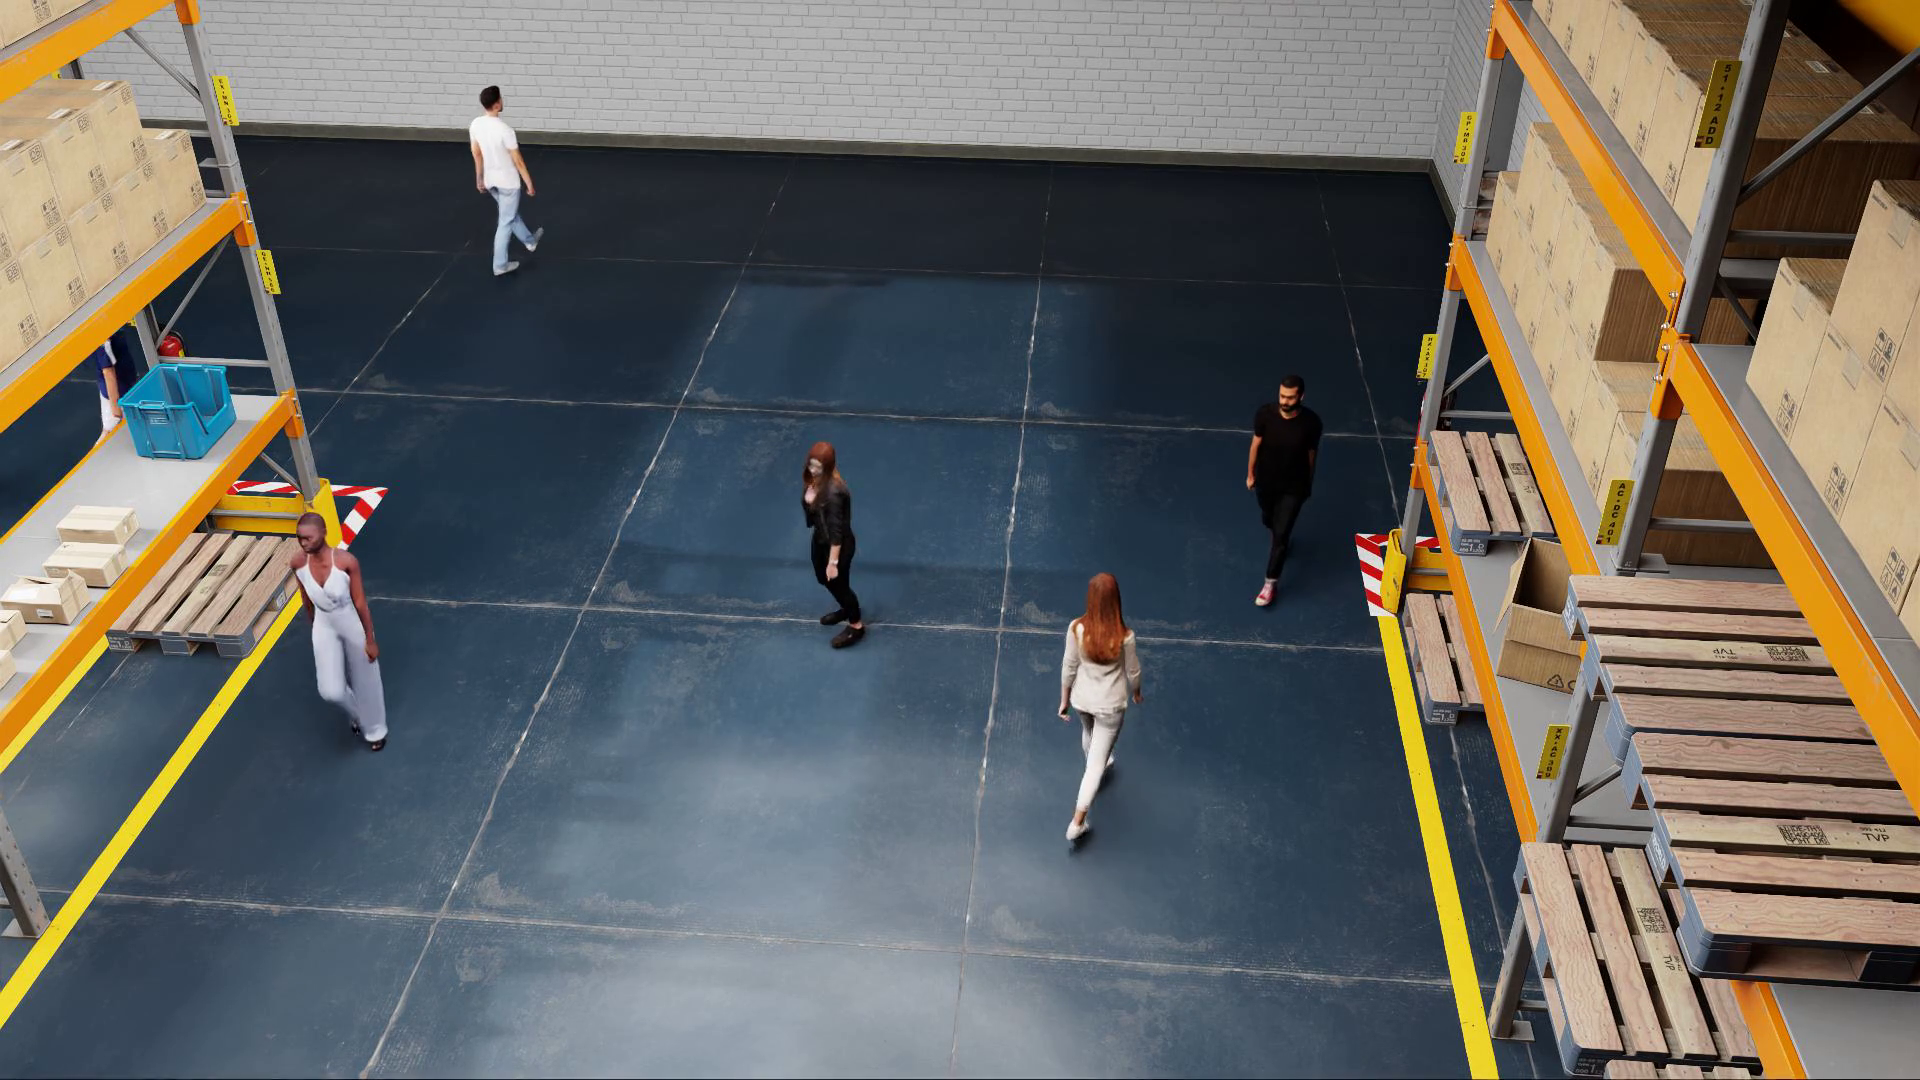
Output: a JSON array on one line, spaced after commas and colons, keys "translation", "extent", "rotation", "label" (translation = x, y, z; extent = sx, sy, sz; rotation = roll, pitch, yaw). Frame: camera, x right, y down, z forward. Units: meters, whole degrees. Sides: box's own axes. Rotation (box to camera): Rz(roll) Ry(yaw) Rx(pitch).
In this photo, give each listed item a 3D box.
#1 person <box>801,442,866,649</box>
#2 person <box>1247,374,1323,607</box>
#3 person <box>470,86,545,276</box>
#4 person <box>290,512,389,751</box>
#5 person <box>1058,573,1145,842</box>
[{"translation": [-0.804, 0.006, 11.188], "extent": [0.842, 1.670, 0.748], "rotation": [-6, 34, -9], "label": "person"}, {"translation": [2.312, -0.451, 11.832], "extent": [0.875, 1.717, 1.238], "rotation": [12, 35, 17], "label": "person"}, {"translation": [-4.543, -3.472, 16.282], "extent": [0.998, 1.822, 1.213], "rotation": [18, 38, 25], "label": "person"}, {"translation": [-3.789, 0.530, 10.307], "extent": [0.655, 1.772, 0.687], "rotation": [-2, 34, -3], "label": "person"}, {"translation": [0.780, 0.997, 9.680], "extent": [0.871, 1.688, 1.149], "rotation": [16, 37, 22], "label": "person"}]
